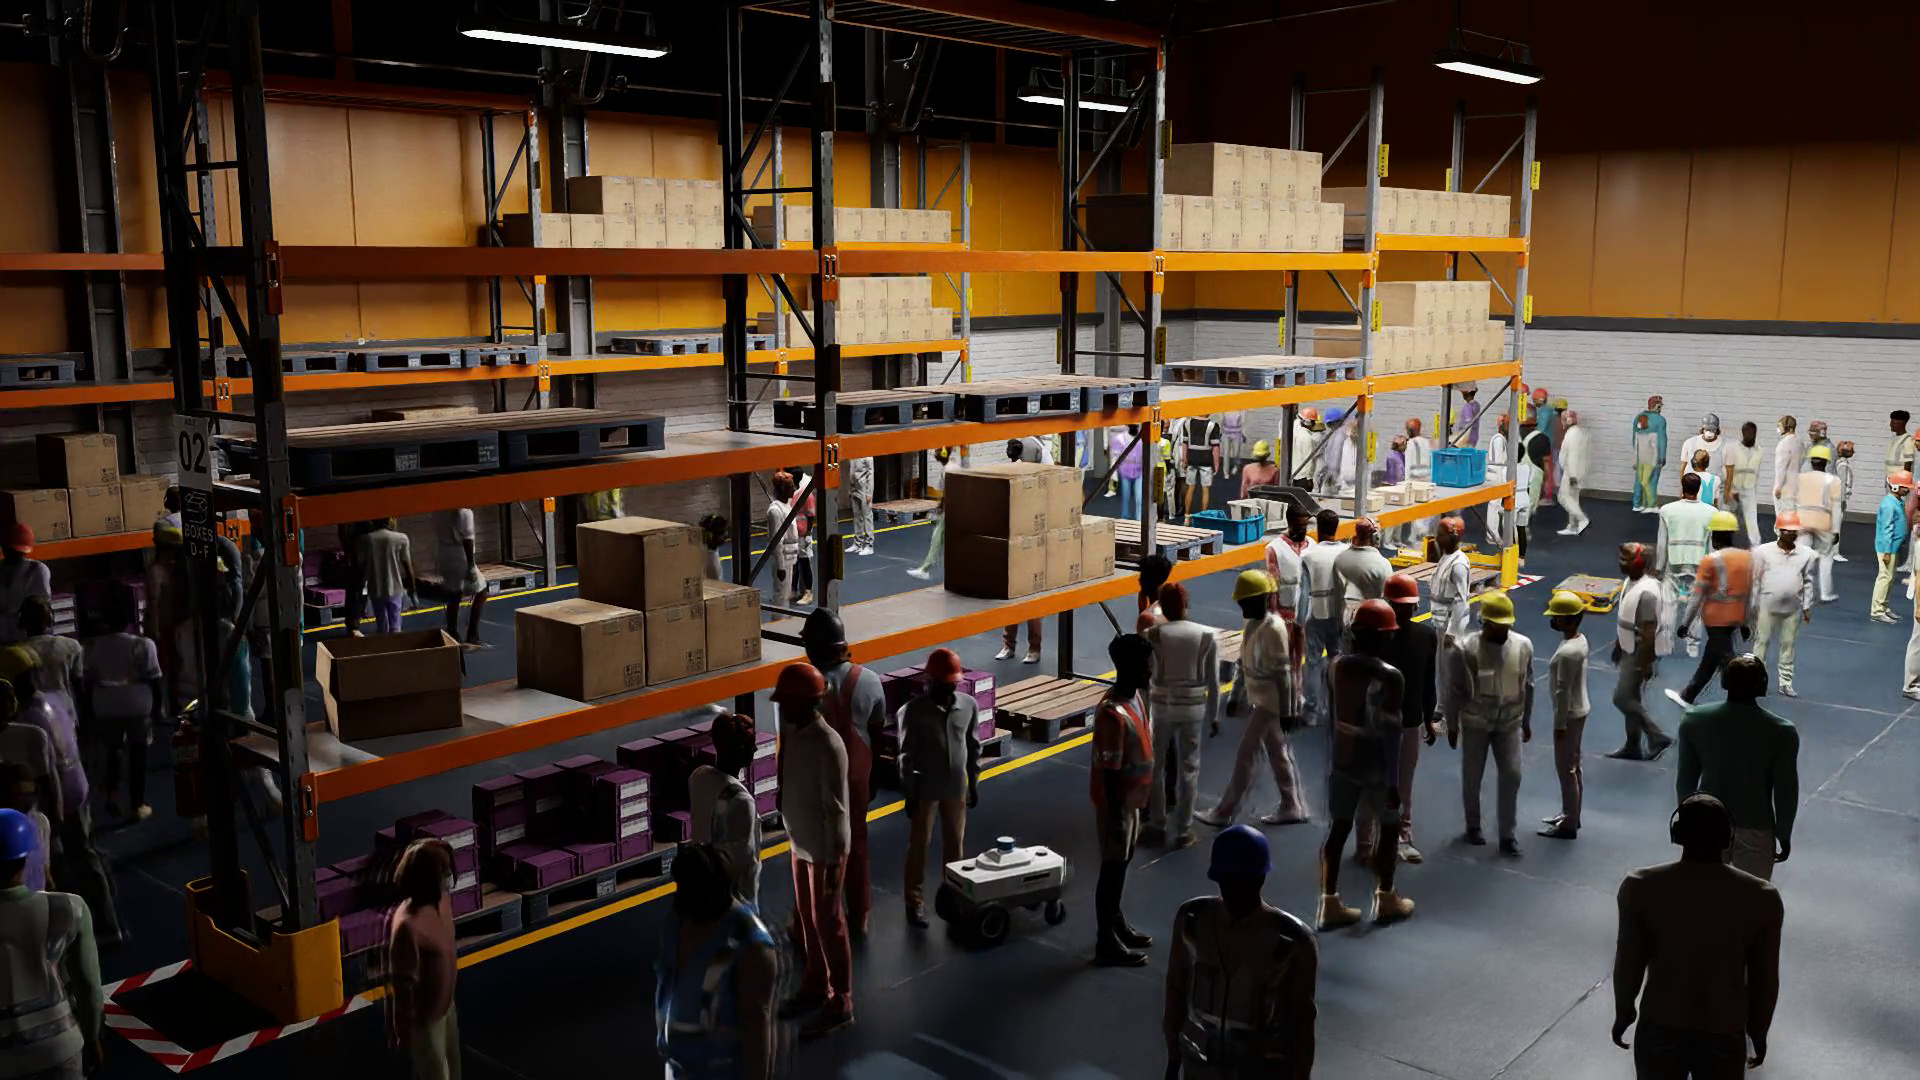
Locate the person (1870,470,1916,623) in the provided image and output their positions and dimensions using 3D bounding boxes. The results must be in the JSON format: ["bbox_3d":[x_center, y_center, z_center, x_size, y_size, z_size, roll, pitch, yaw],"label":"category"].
[{"bbox_3d":[10.525,0.072,18.764,0.354,1.737,0.576,7,12,36],"label":"person"}]

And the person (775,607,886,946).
[{"bbox_3d":[-0.814,1.395,9.959,0.689,2.000,0.539,-5,11,-26],"label":"person"}]

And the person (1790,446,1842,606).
[{"bbox_3d":[10.194,-0.169,19.769,0.828,1.877,0.626,-9,13,-42],"label":"person"}]

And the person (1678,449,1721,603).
[{"bbox_3d":[8.797,-0.167,19.866,0.513,1.845,0.340,-3,10,-16],"label":"person"}]

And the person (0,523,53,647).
[{"bbox_3d":[-7.908,0.798,13.930,0.689,1.910,0.355,1,10,7],"label":"person"}]

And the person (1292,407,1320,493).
[{"bbox_3d":[4.953,-0.913,23.900,0.390,1.986,0.609,-1,10,-9],"label":"person"}]

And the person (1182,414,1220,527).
[{"bbox_3d":[3.697,-1.187,25.421,0.614,2.029,0.409,6,11,32],"label":"person"}]

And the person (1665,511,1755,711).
[{"bbox_3d":[6.674,0.681,14.705,0.606,1.871,0.997,-5,11,-27],"label":"person"}]

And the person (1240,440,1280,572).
[{"bbox_3d":[3.936,-0.437,21.727,0.535,1.764,0.342,3,10,15],"label":"person"}]

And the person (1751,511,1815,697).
[{"bbox_3d":[7.680,0.597,15.563,0.563,1.755,0.322,2,10,10],"label":"person"}]

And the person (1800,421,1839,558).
[{"bbox_3d":[11.750,-0.693,22.866,0.399,1.899,0.652,1,10,3],"label":"person"}]

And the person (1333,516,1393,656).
[{"bbox_3d":[3.485,0.742,14.246,0.408,1.913,0.641,-6,11,-32],"label":"person"}]

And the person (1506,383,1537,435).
[{"bbox_3d":[9.601,-1.697,28.547,0.612,1.997,0.375,-5,11,-28],"label":"person"}]

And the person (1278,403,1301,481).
[{"bbox_3d":[5.262,-1.279,26.410,0.352,1.880,0.577,-7,12,-36],"label":"person"}]

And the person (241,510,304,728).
[{"bbox_3d":[-6.017,0.679,14.565,0.388,1.930,0.543,8,12,38],"label":"person"}]

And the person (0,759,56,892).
[{"bbox_3d":[-4.367,1.888,7.672,0.729,1.806,0.622,4,10,22],"label":"person"}]

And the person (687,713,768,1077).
[{"bbox_3d":[-1.152,1.770,8.227,0.341,1.878,0.579,-6,11,-34],"label":"person"}]

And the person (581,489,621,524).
[{"bbox_3d":[-4.234,-0.137,19.501,0.618,1.905,0.432,8,13,41],"label":"person"}]

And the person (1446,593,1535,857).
[{"bbox_3d":[3.656,1.268,11.395,0.629,1.804,0.734,0,10,2],"label":"person"}]

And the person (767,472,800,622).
[{"bbox_3d":[-1.838,0.229,17.390,0.355,1.882,0.576,1,10,3],"label":"person"}]

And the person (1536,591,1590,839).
[{"bbox_3d":[4.277,1.231,11.792,0.340,1.761,0.529,5,11,29],"label":"person"}]

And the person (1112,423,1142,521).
[{"bbox_3d":[2.534,-0.939,24.351,0.612,1.878,0.955,0,10,-2],"label":"person"}]

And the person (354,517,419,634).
[{"bbox_3d":[-5.451,0.523,15.793,0.528,1.839,0.923,-1,10,-7],"label":"person"}]

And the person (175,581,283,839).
[{"bbox_3d":[-5.223,1.177,11.944,0.663,1.802,0.889,4,10,22],"label":"person"}]

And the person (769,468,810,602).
[{"bbox_3d":[-2.004,-0.147,19.814,0.429,1.832,0.572,9,13,43],"label":"person"}]

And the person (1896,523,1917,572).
[{"bbox_3d":[12.734,-0.392,21.628,0.828,1.707,0.489,2,10,9],"label":"person"}]

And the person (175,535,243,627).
[{"bbox_3d":[-6.671,0.641,14.765,0.636,1.936,0.354,2,10,12],"label":"person"}]

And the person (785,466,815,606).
[{"bbox_3d":[-1.939,-0.068,19.716,0.539,1.695,0.318,9,13,43],"label":"person"}]

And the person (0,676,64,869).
[{"bbox_3d":[-5.238,1.634,9.106,0.613,1.843,0.452,-2,10,-10],"label":"person"}]

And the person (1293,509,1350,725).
[{"bbox_3d":[3.223,0.683,14.619,0.598,1.908,0.410,-3,10,-18],"label":"person"}]

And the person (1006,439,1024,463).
[{"bbox_3d":[0.732,-0.522,22.423,0.318,1.699,0.535,-3,10,-17],"label":"person"}]

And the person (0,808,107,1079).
[{"bbox_3d":[-3.705,2.009,6.567,0.609,1.948,0.389,-5,11,-29],"label":"person"}]

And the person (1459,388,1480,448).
[{"bbox_3d":[8.686,-1.711,28.498,0.368,2.041,0.615,5,11,29],"label":"person"}]

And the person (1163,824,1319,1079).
[{"bbox_3d":[1.067,2.031,6.434,0.602,1.949,0.389,5,11,27],"label":"person"}]

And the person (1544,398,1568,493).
[{"bbox_3d":[10.195,-1.537,28.299,0.526,1.761,0.340,2,10,9],"label":"person"}]

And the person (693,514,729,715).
[{"bbox_3d":[-2.220,0.677,14.822,0.469,1.841,0.664,0,10,3],"label":"person"}]

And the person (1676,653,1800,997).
[{"bbox_3d":[4.280,1.573,9.199,0.630,1.940,0.372,7,12,37],"label":"person"}]

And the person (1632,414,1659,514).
[{"bbox_3d":[11.105,-1.235,26.958,0.324,1.613,0.532,-2,10,-13],"label":"person"}]

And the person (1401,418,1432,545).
[{"bbox_3d":[6.472,-0.796,23.562,0.629,1.863,0.496,-8,13,-41],"label":"person"}]

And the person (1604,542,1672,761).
[{"bbox_3d":[5.488,0.912,13.489,0.438,1.826,0.586,2,10,13],"label":"person"}]

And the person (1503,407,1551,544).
[{"bbox_3d":[8.088,-0.935,23.869,0.702,2.000,0.905,8,13,41],"label":"person"}]

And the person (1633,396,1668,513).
[{"bbox_3d":[11.225,-1.392,26.996,0.401,1.906,0.651,-4,10,-22],"label":"person"}]

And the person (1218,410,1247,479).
[{"bbox_3d":[5.104,-1.956,31.210,0.557,1.618,0.471,2,10,12],"label":"person"}]

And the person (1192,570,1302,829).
[{"bbox_3d":[2.062,1.142,11.916,0.928,1.877,0.609,-1,10,-6],"label":"person"}]

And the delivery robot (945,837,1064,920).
[{"bbox_3d":[0.278,2.056,10.156,0.707,0.478,0.477,-5,11,-28],"label":"delivery robot"}]
